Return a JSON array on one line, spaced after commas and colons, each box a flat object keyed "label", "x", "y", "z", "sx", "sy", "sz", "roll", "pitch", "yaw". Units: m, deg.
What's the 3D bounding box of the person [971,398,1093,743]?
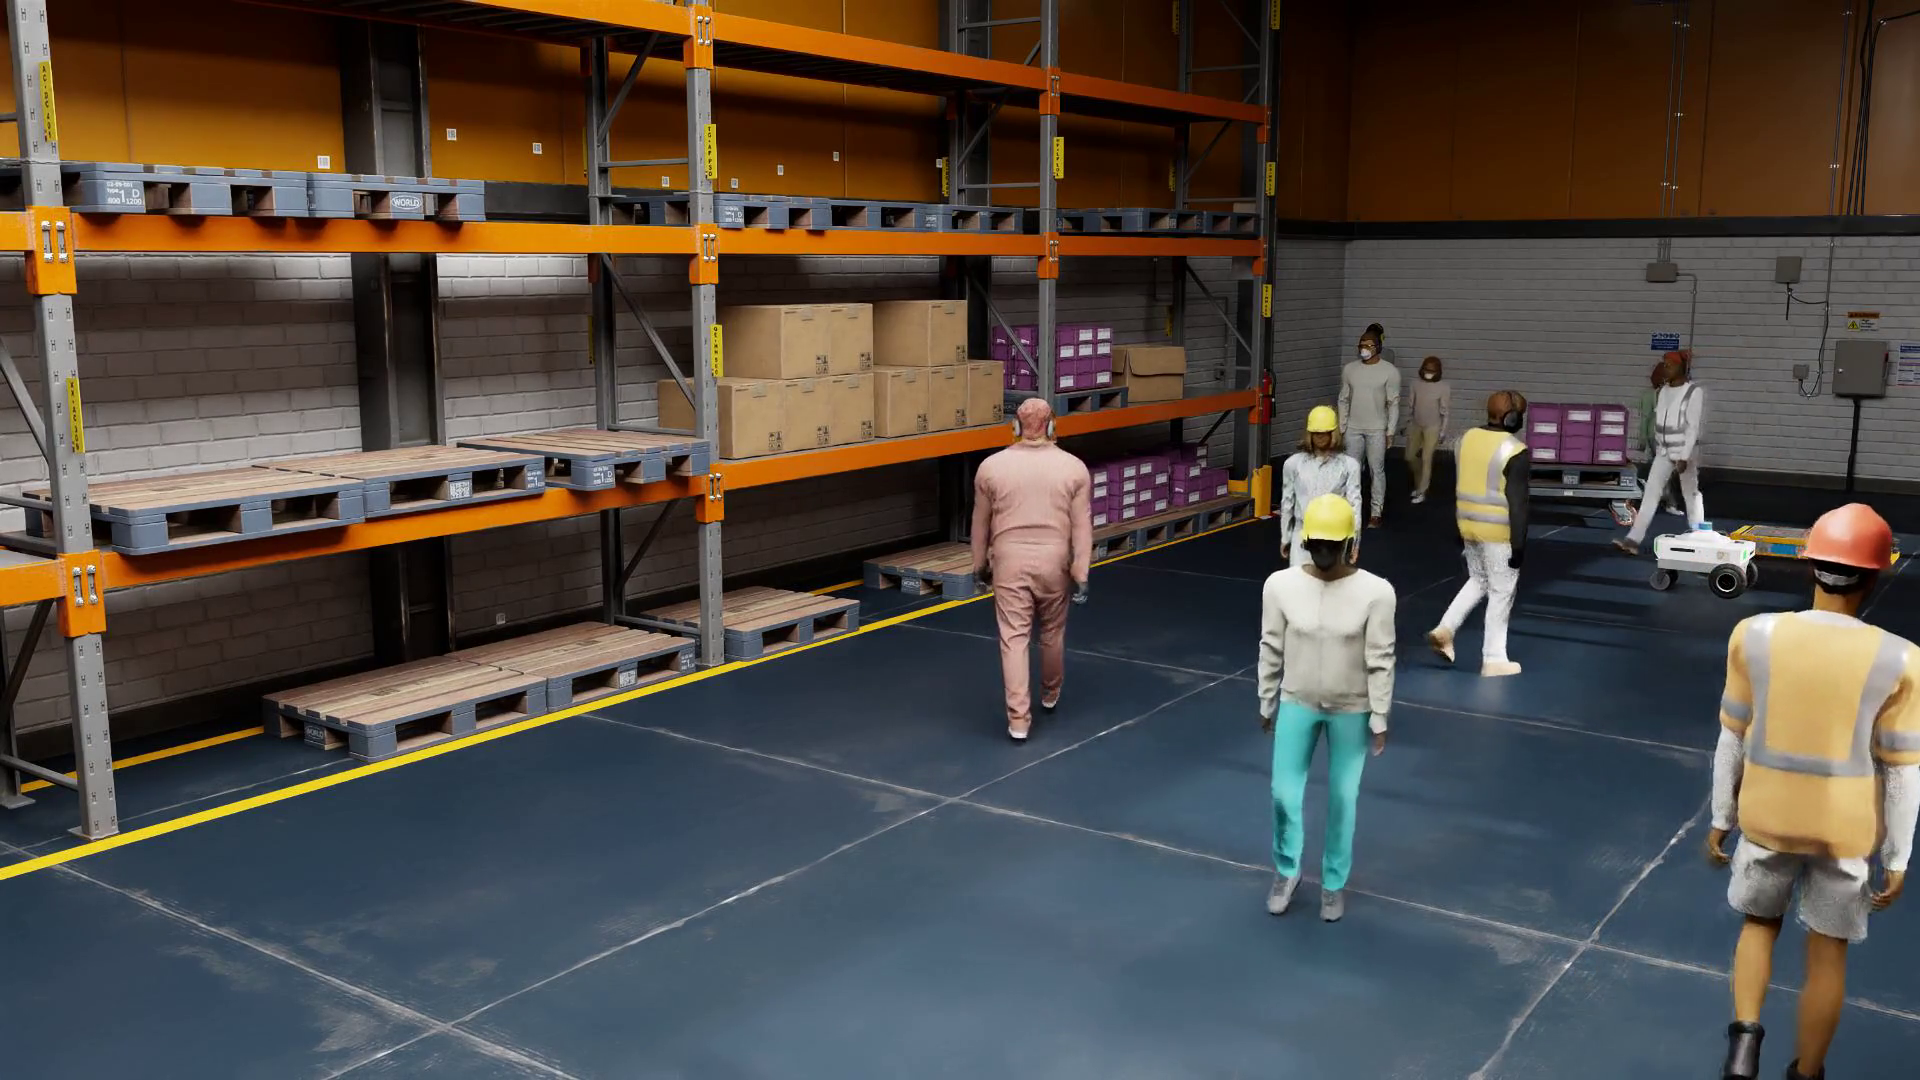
[{"label": "person", "x": 0.395, "y": 0.137, "z": 9.352, "sx": 0.671, "sy": 1.859, "sz": 0.985, "roll": 0, "pitch": 10, "yaw": 0}]

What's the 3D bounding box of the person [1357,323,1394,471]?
[{"label": "person", "x": 5.100, "y": -1.747, "z": 20.572, "sx": 0.521, "sy": 1.865, "sz": 0.328, "roll": 7, "pitch": 12, "yaw": 36}]

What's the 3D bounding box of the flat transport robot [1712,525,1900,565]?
[{"label": "flat transport robot", "x": 7.424, "y": 0.044, "z": 14.640, "sx": 1.431, "sy": 0.197, "sz": 0.652, "roll": 7, "pitch": 12, "yaw": 35}]

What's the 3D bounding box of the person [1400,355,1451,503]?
[{"label": "person", "x": 5.037, "y": -1.198, "z": 18.018, "sx": 0.572, "sy": 1.610, "sz": 0.388, "roll": 9, "pitch": 13, "yaw": 44}]

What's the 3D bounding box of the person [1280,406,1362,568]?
[{"label": "person", "x": 2.276, "y": 0.014, "z": 10.531, "sx": 0.512, "sy": 1.697, "sz": 0.865, "roll": 2, "pitch": 10, "yaw": 14}]

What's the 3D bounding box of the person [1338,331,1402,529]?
[{"label": "person", "x": 4.013, "y": -1.084, "z": 16.396, "sx": 0.627, "sy": 1.941, "sz": 0.371, "roll": 7, "pitch": 12, "yaw": 36}]

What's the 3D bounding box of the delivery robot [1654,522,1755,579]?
[{"label": "delivery robot", "x": 5.899, "y": 0.097, "z": 13.198, "sx": 0.707, "sy": 0.478, "sz": 0.477, "roll": 7, "pitch": 12, "yaw": 35}]

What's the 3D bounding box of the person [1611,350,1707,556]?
[{"label": "person", "x": 6.286, "y": -0.752, "z": 14.722, "sx": 0.975, "sy": 1.832, "sz": 0.599, "roll": -4, "pitch": 10, "yaw": -23}]

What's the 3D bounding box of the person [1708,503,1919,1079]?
[{"label": "person", "x": 2.525, "y": 0.847, "z": 4.943, "sx": 0.567, "sy": 1.918, "sz": 0.508, "roll": 7, "pitch": 12, "yaw": 36}]

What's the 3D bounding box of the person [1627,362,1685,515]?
[{"label": "person", "x": 7.281, "y": -1.084, "z": 17.435, "sx": 0.512, "sy": 1.591, "sz": 0.801, "roll": -5, "pitch": 11, "yaw": -29}]

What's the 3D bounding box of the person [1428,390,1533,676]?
[{"label": "person", "x": 3.327, "y": -0.035, "z": 10.489, "sx": 0.522, "sy": 1.826, "sz": 0.641, "roll": -4, "pitch": 10, "yaw": -23}]

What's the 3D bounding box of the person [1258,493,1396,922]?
[{"label": "person", "x": 1.435, "y": 0.670, "z": 6.545, "sx": 0.534, "sy": 1.742, "sz": 0.474, "roll": 3, "pitch": 10, "yaw": 16}]
